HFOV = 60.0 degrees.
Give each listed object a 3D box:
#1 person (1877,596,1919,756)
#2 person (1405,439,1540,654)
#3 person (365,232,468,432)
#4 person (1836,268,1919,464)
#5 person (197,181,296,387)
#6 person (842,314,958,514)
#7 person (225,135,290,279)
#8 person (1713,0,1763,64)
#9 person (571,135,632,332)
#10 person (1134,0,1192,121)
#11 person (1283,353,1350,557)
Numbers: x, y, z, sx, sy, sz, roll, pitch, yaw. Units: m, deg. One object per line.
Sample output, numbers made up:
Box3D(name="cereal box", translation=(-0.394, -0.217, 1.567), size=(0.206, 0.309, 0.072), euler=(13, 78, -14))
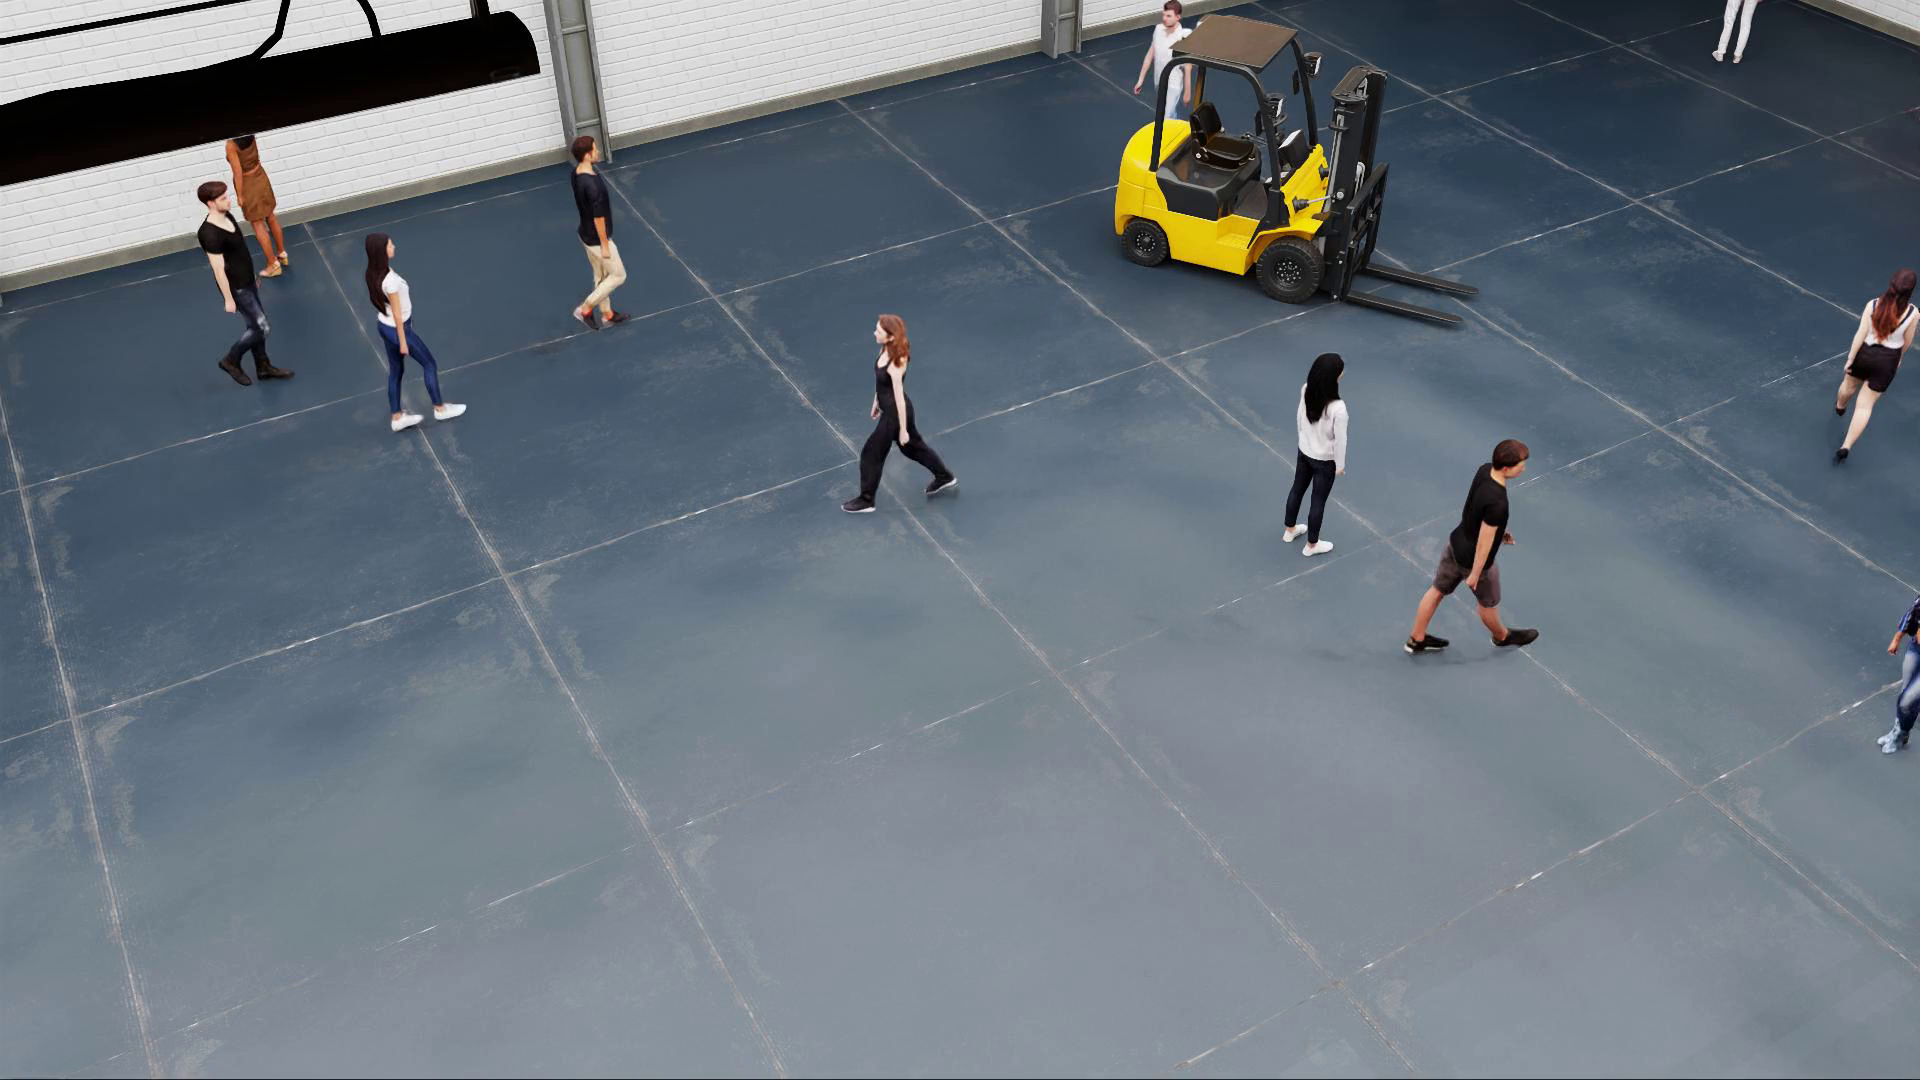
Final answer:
Box3D(name="person", translation=(6.225, 0.727, 10.567), size=(0.667, 1.610, 0.692), euler=(-13, 40, -16))
Box3D(name="person", translation=(3.368, 0.075, 11.221), size=(1.235, 1.812, 0.994), euler=(-2, 39, -2))
Box3D(name="person", translation=(-4.619, -1.633, 13.406), size=(0.868, 1.755, 0.665), euler=(-27, 46, -30))
Box3D(name="person", translation=(7.218, -1.338, 13.155), size=(0.959, 1.606, 1.144), euler=(17, 42, 20))
Box3D(name="person", translation=(-6.122, -2.120, 13.912), size=(0.909, 1.883, 0.825), euler=(-5, 39, -7))
Box3D(name="person", translation=(-0.399, -0.956, 12.597), size=(1.230, 1.705, 0.846), euler=(-8, 39, -10))
Box3D(name="person", translation=(-6.587, -3.278, 15.521), size=(0.679, 1.685, 0.649), euler=(8, 39, 9))
Box3D(name="person", translation=(9.217, -6.450, 19.505), size=(0.686, 1.669, 0.747), euler=(9, 40, 11))
Box3D(name="person", translation=(-3.267, -2.637, 14.588), size=(0.757, 1.847, 0.661), euler=(-19, 42, -22))
Box3D(name="person", translation=(2.217, -4.696, 17.207), size=(1.180, 1.797, 0.754), euler=(-24, 44, -27))
Box3D(name="person", translation=(2.620, -0.641, 12.207), size=(0.563, 1.700, 0.621), euler=(-22, 44, -26))
